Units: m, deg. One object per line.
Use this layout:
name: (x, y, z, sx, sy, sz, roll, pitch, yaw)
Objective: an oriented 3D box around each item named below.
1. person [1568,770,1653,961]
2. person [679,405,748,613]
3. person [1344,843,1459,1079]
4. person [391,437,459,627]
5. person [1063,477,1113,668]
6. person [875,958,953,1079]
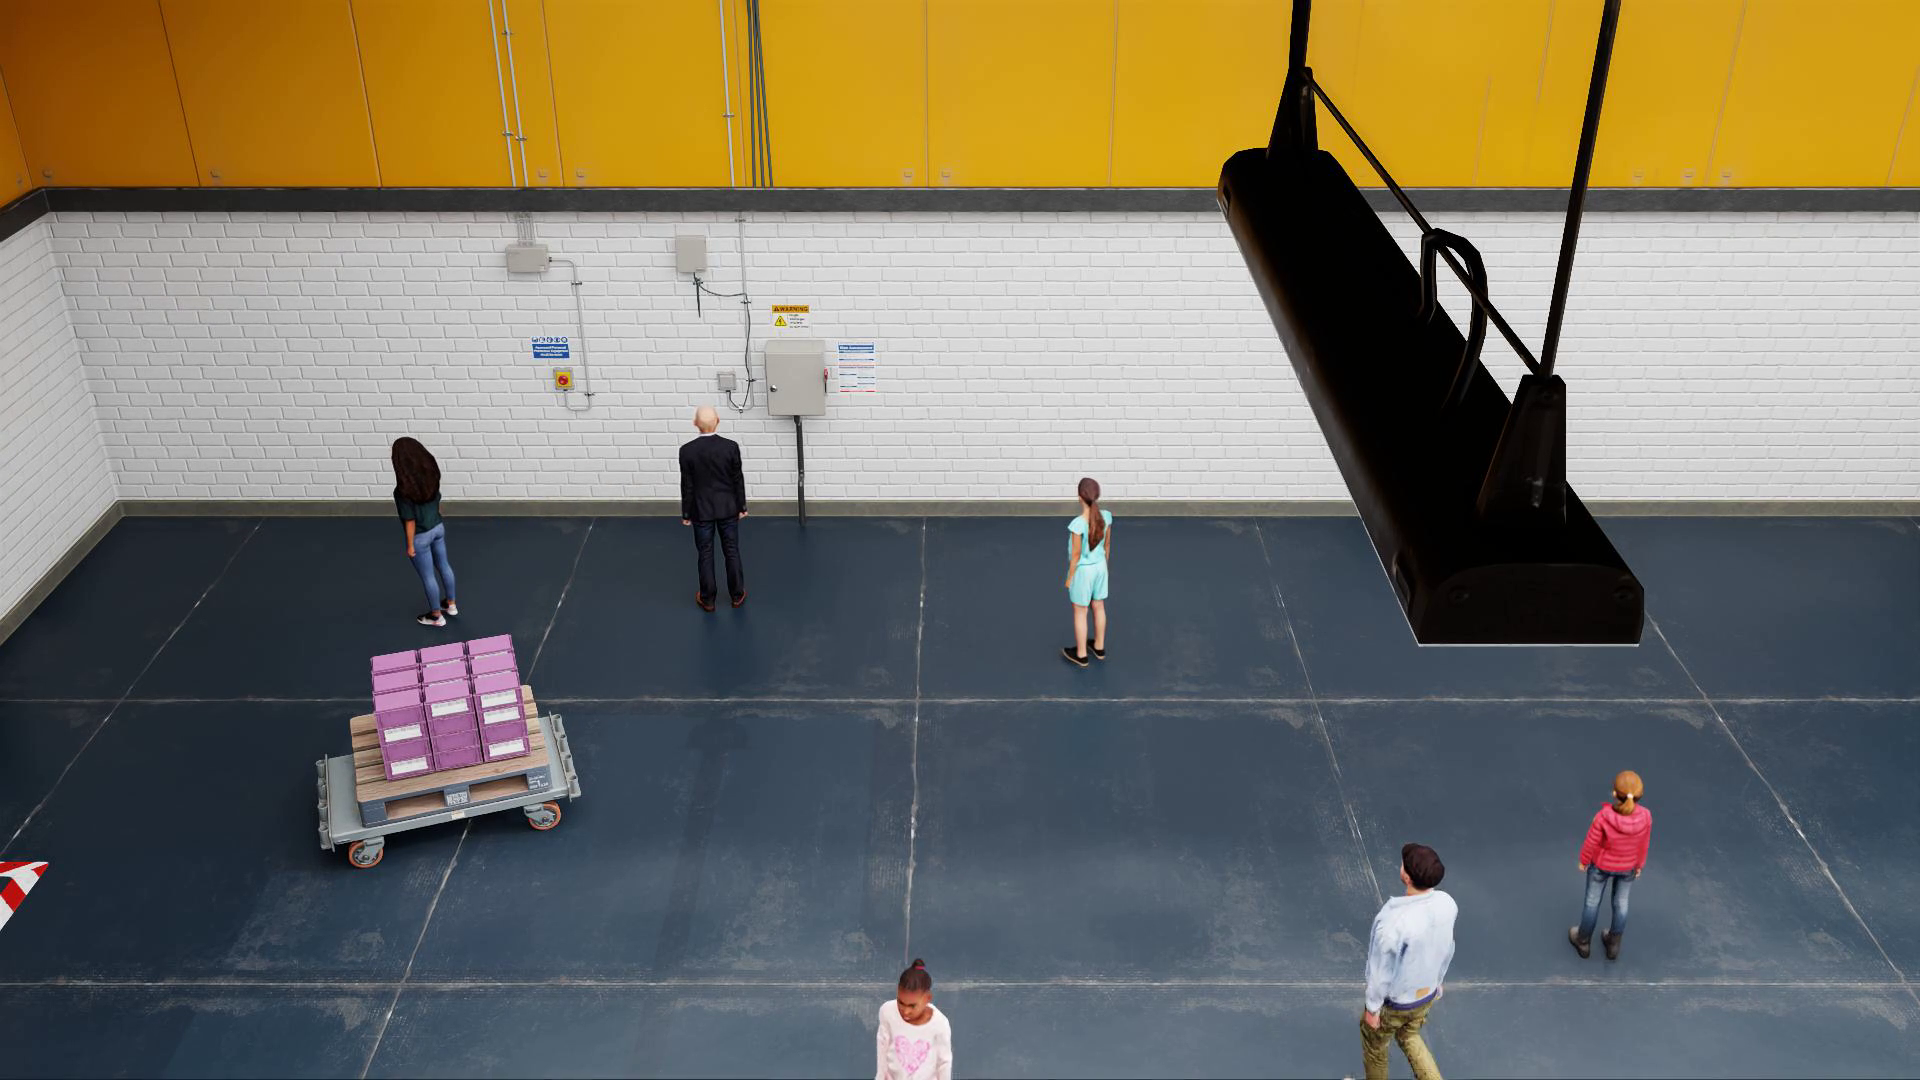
person: (3.860, 1.933, 9.821, 0.541, 1.315, 0.542, 3, 29, 6)
person: (-1.971, -0.256, 13.329, 0.735, 1.800, 0.680, -7, 29, -13)
person: (2.319, 2.368, 8.523, 0.955, 1.795, 1.069, -17, 33, -28)
person: (-4.241, -0.071, 13.182, 0.756, 1.615, 0.664, 14, 31, 23)
person: (0.978, 0.231, 12.688, 0.635, 1.558, 0.668, -17, 33, -29)
person: (-0.217, 2.654, 8.368, 0.615, 1.441, 0.595, 8, 30, 14)
